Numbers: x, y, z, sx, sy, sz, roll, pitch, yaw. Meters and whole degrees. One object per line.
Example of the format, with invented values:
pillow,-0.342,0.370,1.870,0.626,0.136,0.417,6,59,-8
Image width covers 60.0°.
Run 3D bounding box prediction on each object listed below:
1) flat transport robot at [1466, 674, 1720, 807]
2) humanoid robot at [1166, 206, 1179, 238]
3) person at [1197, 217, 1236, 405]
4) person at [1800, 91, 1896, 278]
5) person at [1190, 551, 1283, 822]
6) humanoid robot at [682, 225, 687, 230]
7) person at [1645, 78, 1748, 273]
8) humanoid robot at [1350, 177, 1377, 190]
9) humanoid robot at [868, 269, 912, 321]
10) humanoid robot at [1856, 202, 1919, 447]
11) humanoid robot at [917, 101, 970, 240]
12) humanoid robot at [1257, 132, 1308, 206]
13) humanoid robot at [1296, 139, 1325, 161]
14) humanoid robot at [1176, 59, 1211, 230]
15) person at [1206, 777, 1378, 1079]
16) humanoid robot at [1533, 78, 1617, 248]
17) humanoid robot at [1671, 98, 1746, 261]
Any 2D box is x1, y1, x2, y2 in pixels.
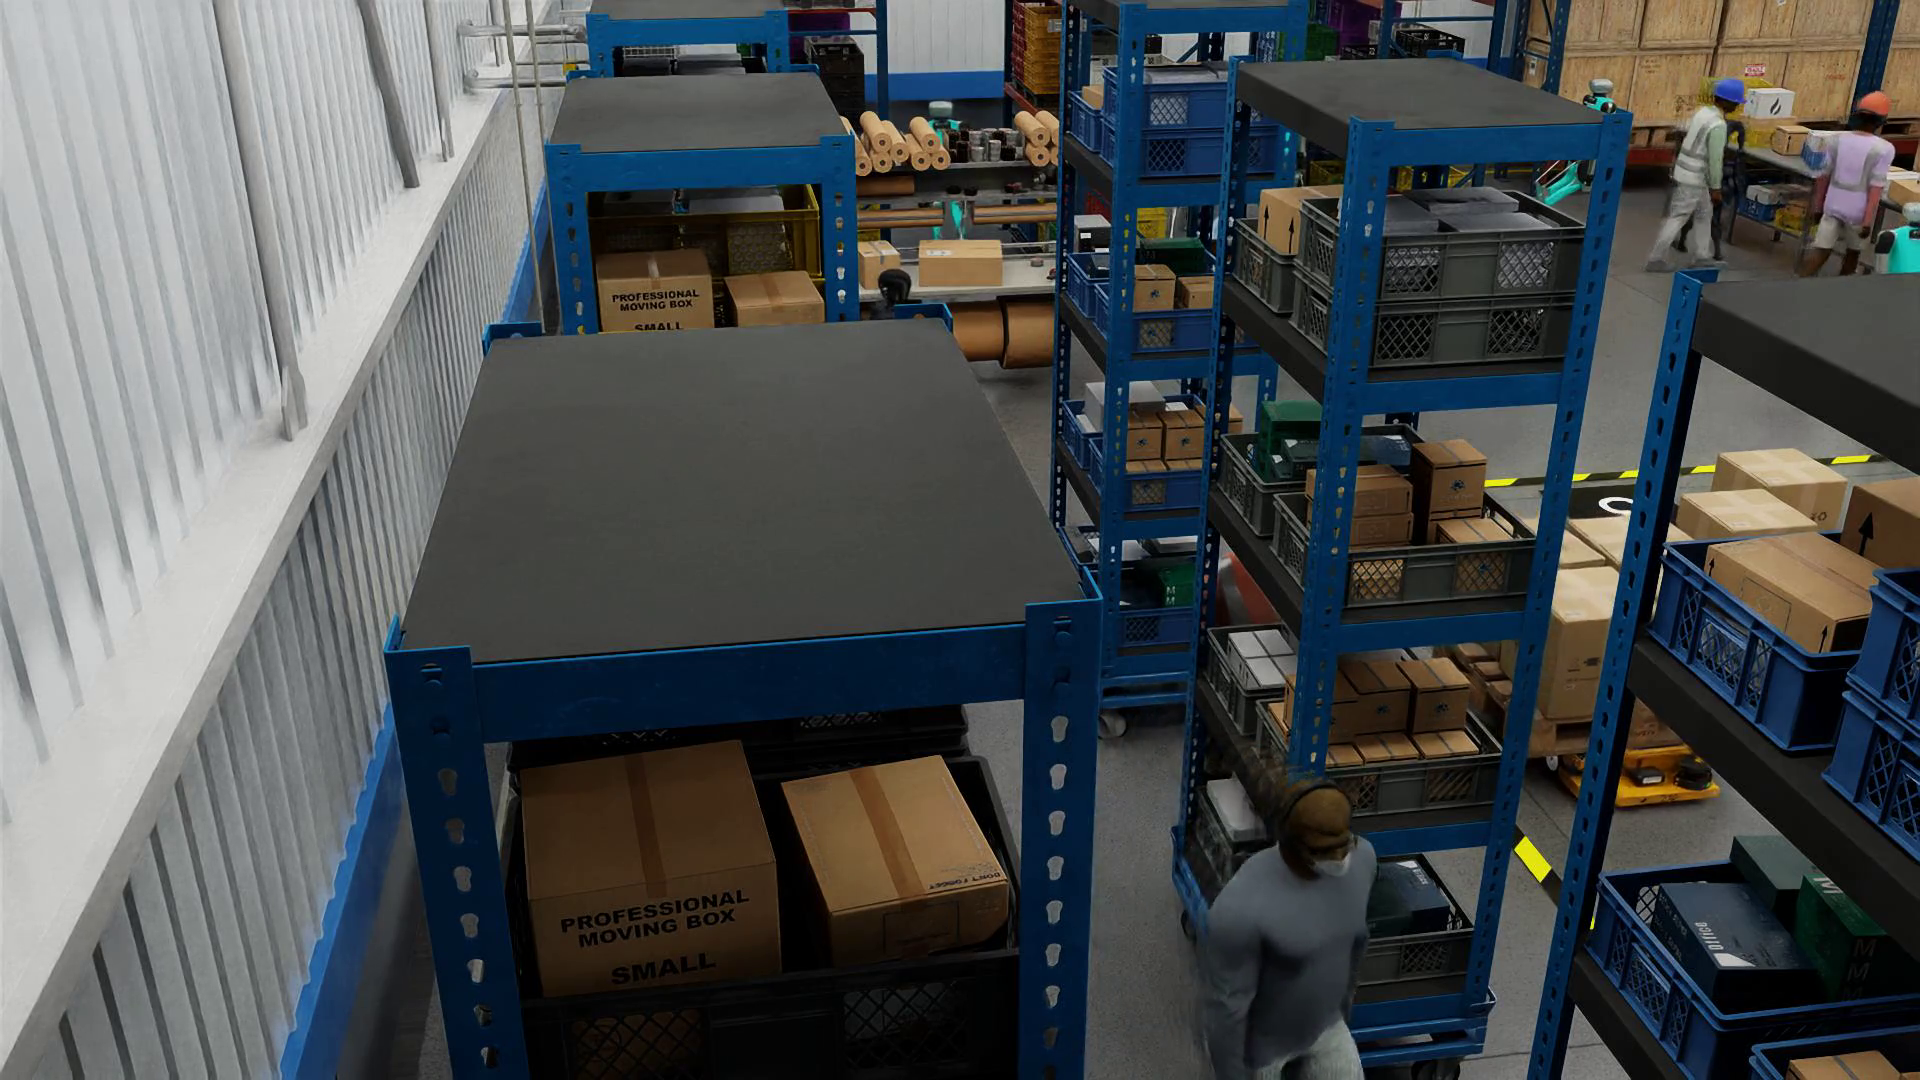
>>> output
flat transport robot,3.135,0.865,8.386,0.652,0.197,1.431,-4,25,-8
humanoid robot,2.267,-3.748,16.528,0.533,1.677,0.735,4,25,10
person,1.700,-1.264,11.152,0.364,1.852,0.590,-4,25,-9
person,7.691,-2.879,14.489,0.903,2.012,0.607,-16,29,-32
person,1.210,0.638,6.890,0.600,1.959,0.370,-12,27,-25
humanoid robot,-2.685,-3.225,15.658,0.616,1.633,0.699,1,25,3
person,7.103,-3.443,15.841,0.851,1.889,0.646,5,25,10
humanoid robot,3.326,-2.511,14.080,0.593,1.637,0.589,-20,31,-37
humanoid robot,-0.526,-0.938,10.654,0.417,1.636,0.613,-13,28,-26
humanoid robot,6.655,-1.374,11.619,0.540,1.839,0.787,1,25,1
humanoid robot,-0.133,-3.095,15.256,0.545,1.748,0.959,-4,25,-8
humanoid robot,3.085,-3.282,15.580,0.530,1.715,0.713,-7,26,-15
humanoid robot,3.854,-4.443,18.335,0.785,1.624,0.589,-3,25,-7
humanoid robot,2.534,-4.112,17.611,0.571,1.881,0.749,6,25,12
person,1.021,1.533,5.051,0.648,1.871,0.980,-14,28,-28
humanoid robot,5.984,-3.686,16.438,0.742,1.689,0.533,-2,25,-4
humanoid robot,7.444,-3.596,16.485,0.604,1.642,0.737,0,25,0
